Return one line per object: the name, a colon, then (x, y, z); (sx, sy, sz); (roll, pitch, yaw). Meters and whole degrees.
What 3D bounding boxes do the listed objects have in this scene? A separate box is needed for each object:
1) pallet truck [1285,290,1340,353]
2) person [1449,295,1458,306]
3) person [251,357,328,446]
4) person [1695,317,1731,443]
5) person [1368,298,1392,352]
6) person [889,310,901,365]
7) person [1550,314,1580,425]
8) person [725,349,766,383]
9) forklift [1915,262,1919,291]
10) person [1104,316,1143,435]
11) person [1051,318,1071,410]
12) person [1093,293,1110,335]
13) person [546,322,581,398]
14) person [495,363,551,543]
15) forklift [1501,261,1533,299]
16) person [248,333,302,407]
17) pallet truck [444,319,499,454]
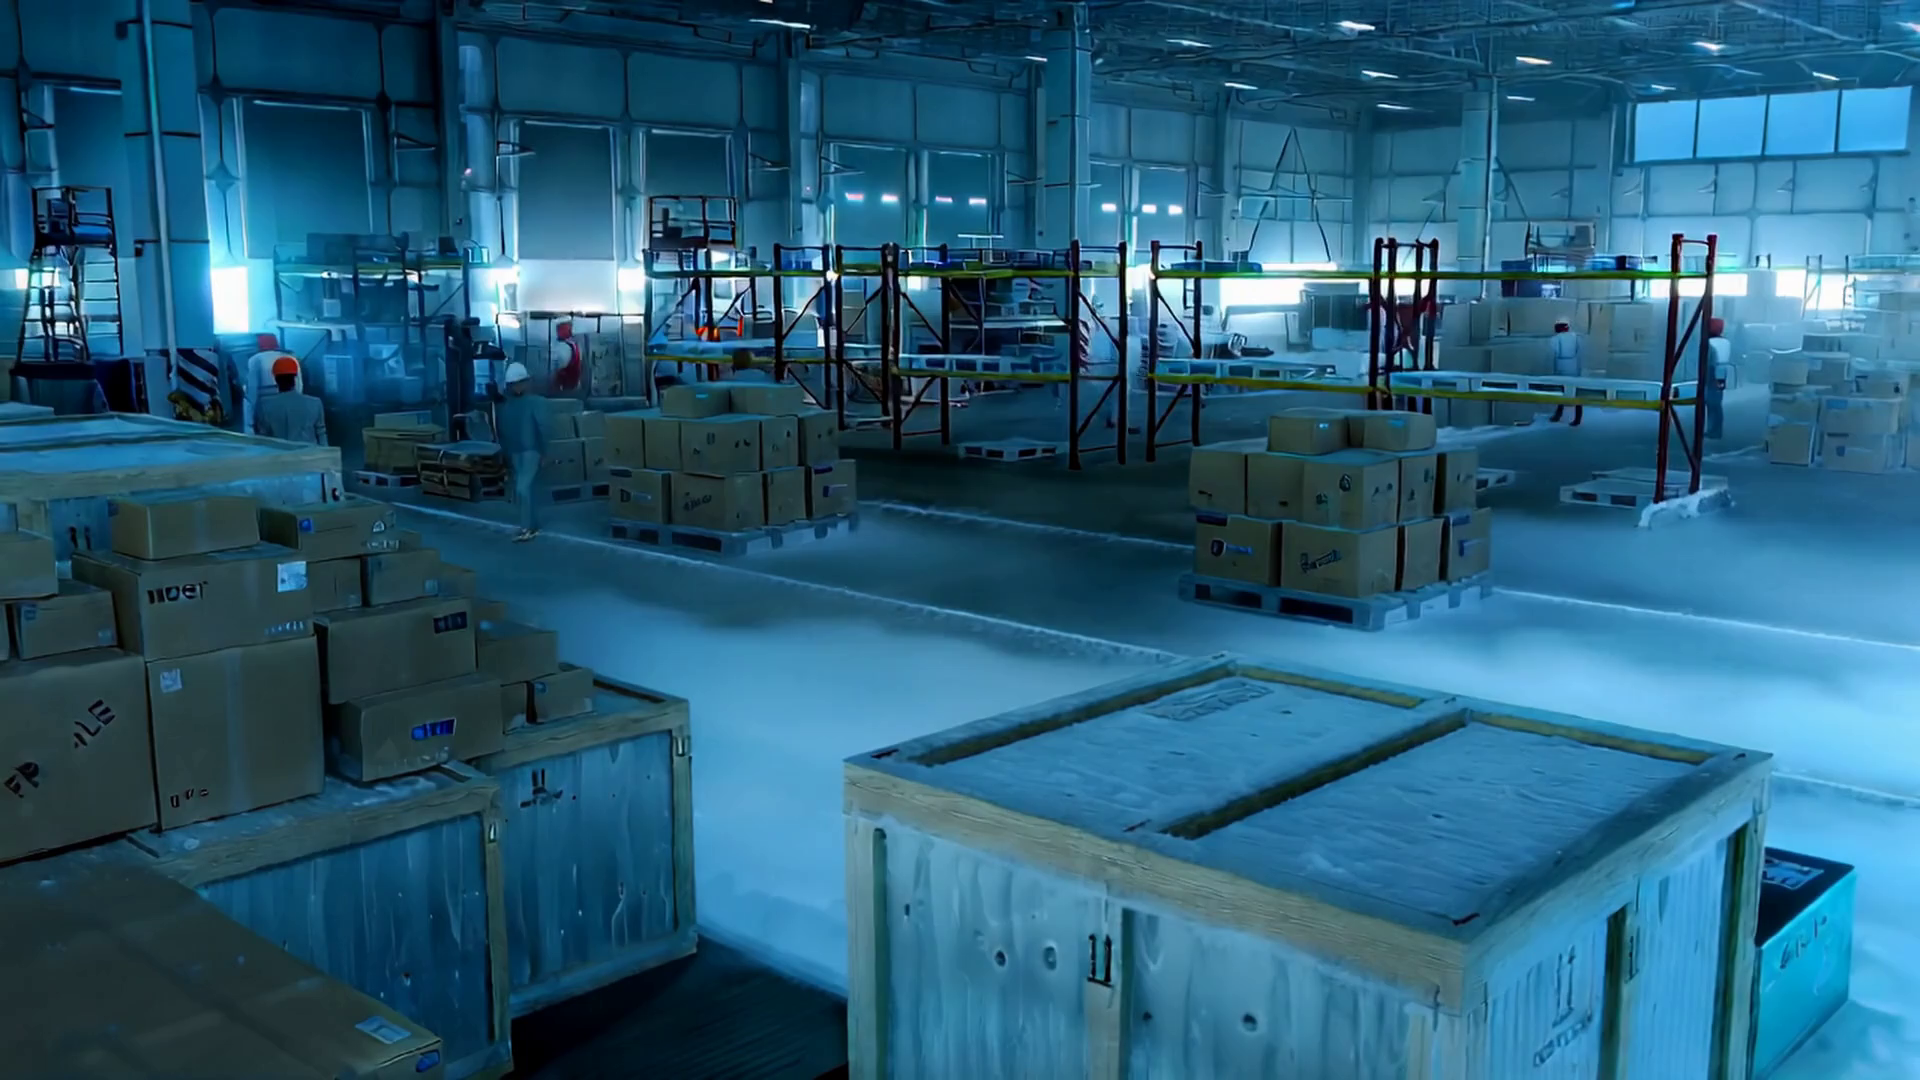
pallet truck: (11.297, -6.951, 52.861); (1.885, 1.965, 0.823); (-5, 11, -29)
person: (15.009, -6.495, 50.485); (0.575, 1.863, 0.774); (-2, 10, -15)
person: (-5.689, -0.597, 14.165); (0.596, 1.914, 0.398); (-3, 10, -20)
person: (11.570, -2.444, 25.471); (0.593, 1.919, 0.388); (-9, 13, -43)
person: (11.455, -5.635, 45.073); (0.896, 1.900, 0.666); (-8, 12, -41)
person: (-1.701, -5.247, 43.541); (0.315, 1.634, 0.516); (3, 10, 19)
person: (10.421, -2.910, 28.435); (0.670, 1.885, 0.805); (-3, 10, -18)
person: (-2.642, -1.541, 20.667); (0.549, 1.661, 0.489); (-5, 10, -26)
forklift: (22.854, -5.205, 39.456); (1.873, 2.768, 1.129); (6, 11, 34)
person: (2.655, -2.676, 26.967); (0.635, 1.909, 0.970); (-4, 10, -22)
person: (1.960, -3.329, 31.455); (0.484, 1.739, 0.320); (2, 9, 11)
person: (4.349, -6.638, 51.162); (0.544, 1.929, 0.388); (-1, 9, -8)
person: (-6.211, -2.489, 26.054); (0.512, 1.825, 0.519); (3, 10, 17)
person: (-4.301, -0.835, 16.142); (0.559, 1.736, 0.758); (5, 11, 29)
forklift: (12.670, -4.975, 38.050); (1.873, 2.768, 1.129); (9, 13, 43)
person: (-8.785, -1.736, 21.374); (0.633, 1.839, 0.429); (-4, 10, -23)
pallet truck: (-6.981, -1.942, 22.150); (1.885, 1.965, 0.823); (1, 9, 9)
